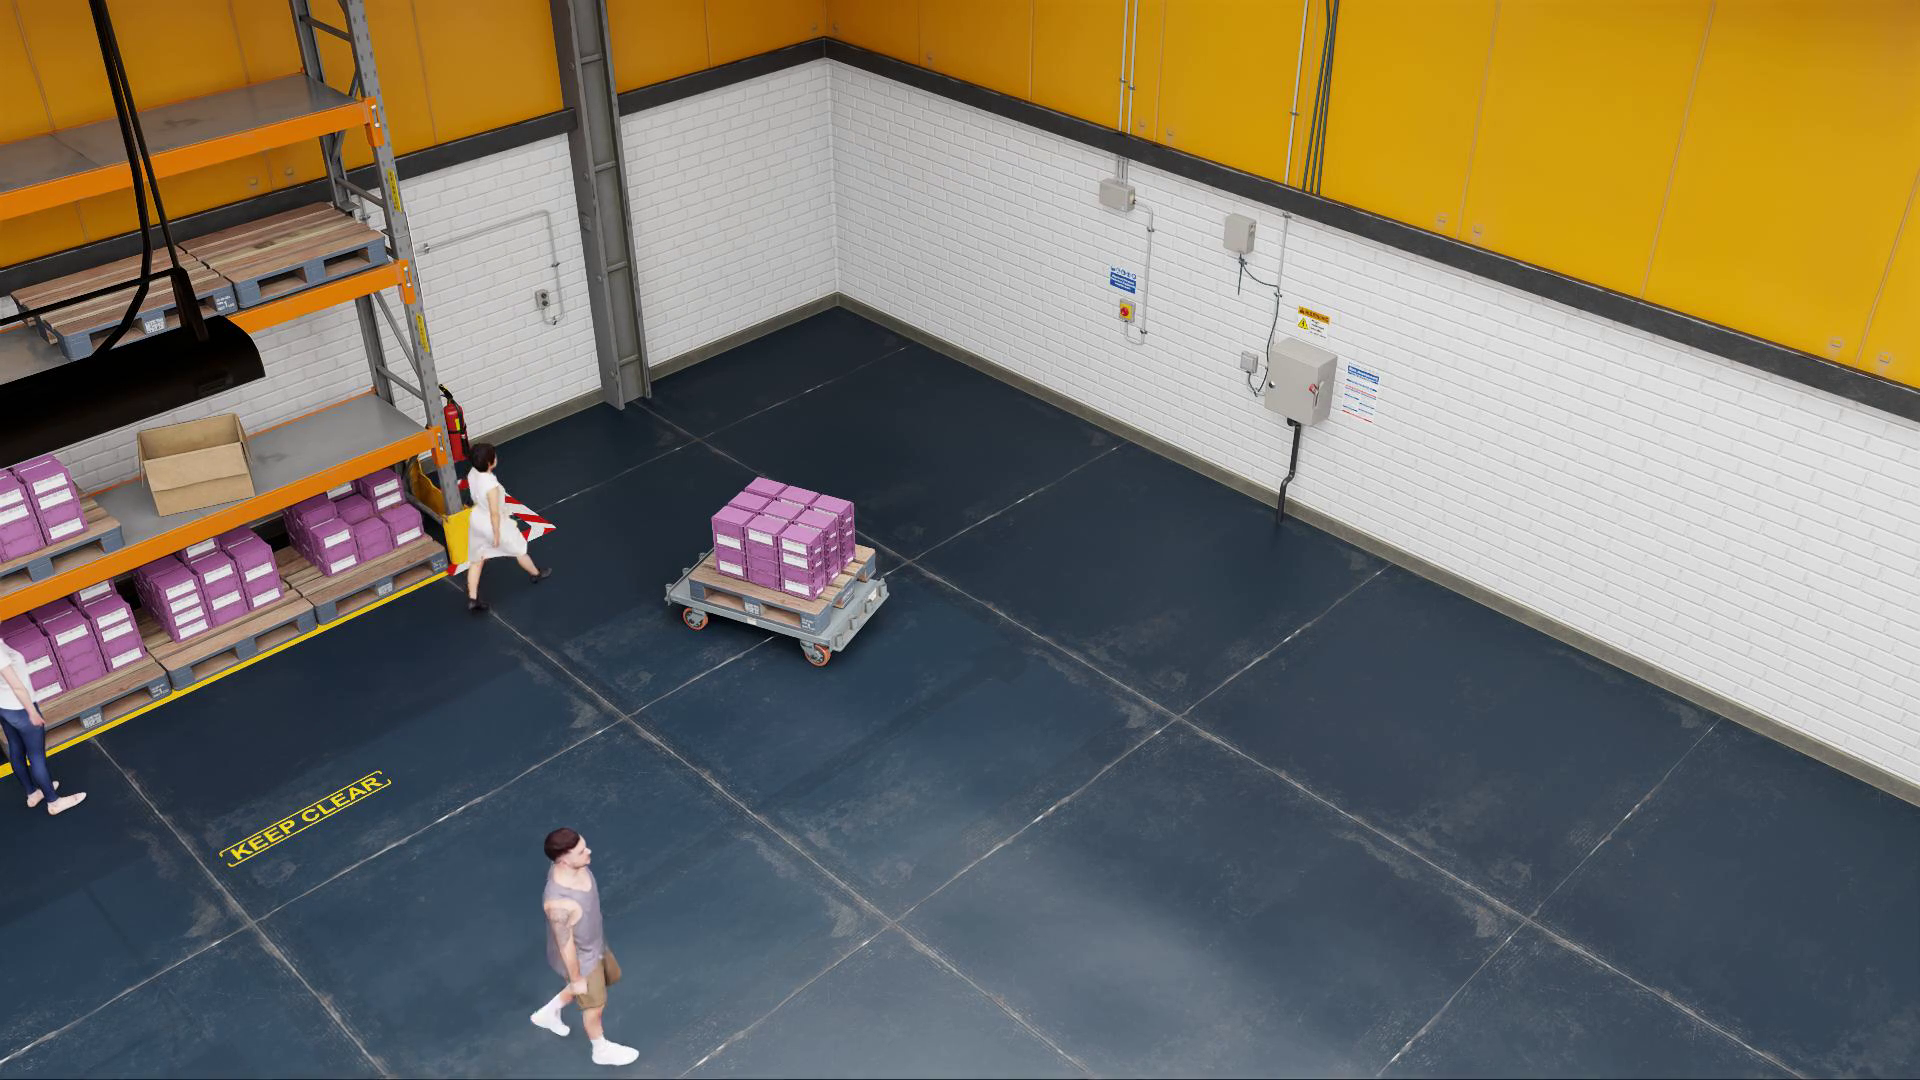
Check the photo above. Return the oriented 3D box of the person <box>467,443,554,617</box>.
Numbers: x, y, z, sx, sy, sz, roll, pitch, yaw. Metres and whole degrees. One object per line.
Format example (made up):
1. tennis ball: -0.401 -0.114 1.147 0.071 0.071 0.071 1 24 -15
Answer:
1. person: -3.887 -0.055 13.552 0.612 1.499 1.061 23 40 31

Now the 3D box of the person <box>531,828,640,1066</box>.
1. person: -2.246 2.330 9.468 0.991 1.835 0.916 0 34 -1

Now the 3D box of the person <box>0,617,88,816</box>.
1. person: -6.557 1.166 11.499 0.616 1.738 0.599 18 38 25
